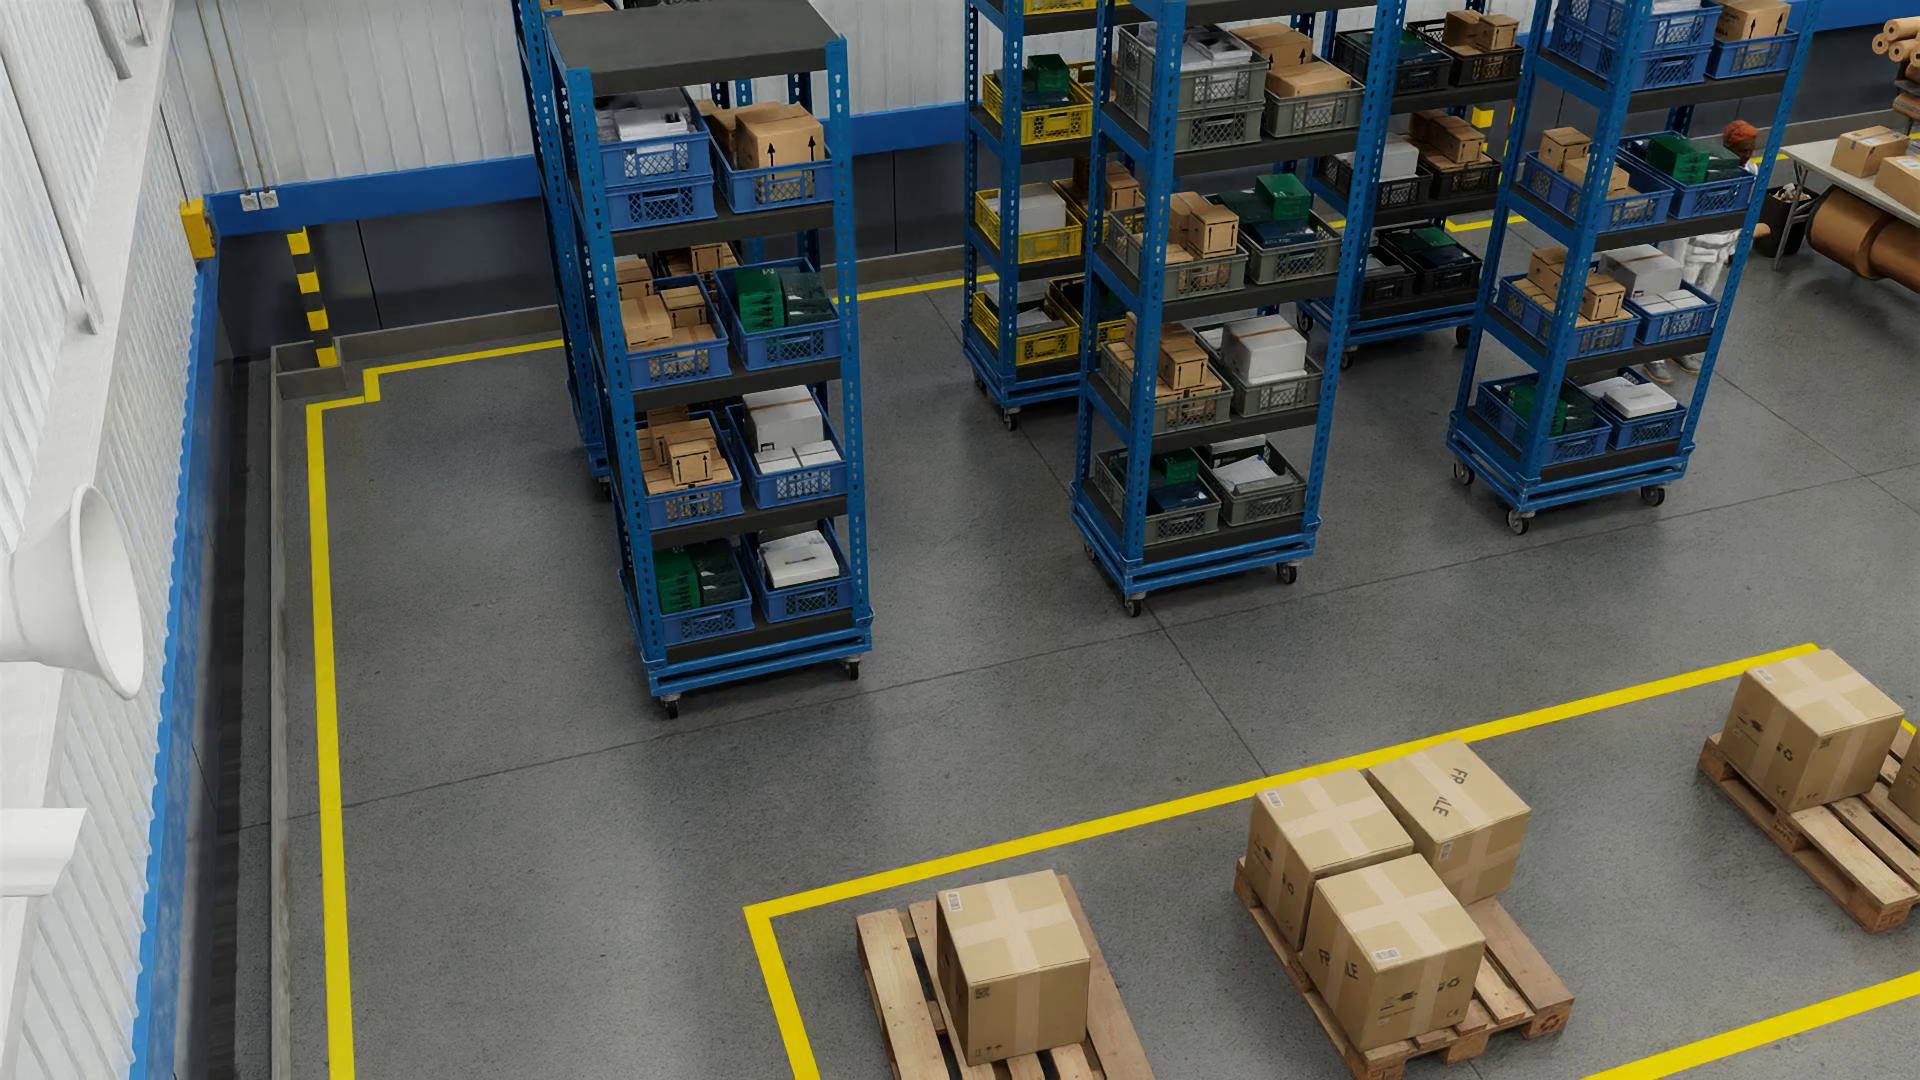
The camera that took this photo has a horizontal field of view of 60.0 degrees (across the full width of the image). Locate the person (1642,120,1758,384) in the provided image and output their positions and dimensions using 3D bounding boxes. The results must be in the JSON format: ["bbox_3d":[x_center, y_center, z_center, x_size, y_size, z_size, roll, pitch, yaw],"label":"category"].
[{"bbox_3d":[5.130,-1.981,11.462,0.578,1.882,0.343,-16,38,-21],"label":"person"}]
